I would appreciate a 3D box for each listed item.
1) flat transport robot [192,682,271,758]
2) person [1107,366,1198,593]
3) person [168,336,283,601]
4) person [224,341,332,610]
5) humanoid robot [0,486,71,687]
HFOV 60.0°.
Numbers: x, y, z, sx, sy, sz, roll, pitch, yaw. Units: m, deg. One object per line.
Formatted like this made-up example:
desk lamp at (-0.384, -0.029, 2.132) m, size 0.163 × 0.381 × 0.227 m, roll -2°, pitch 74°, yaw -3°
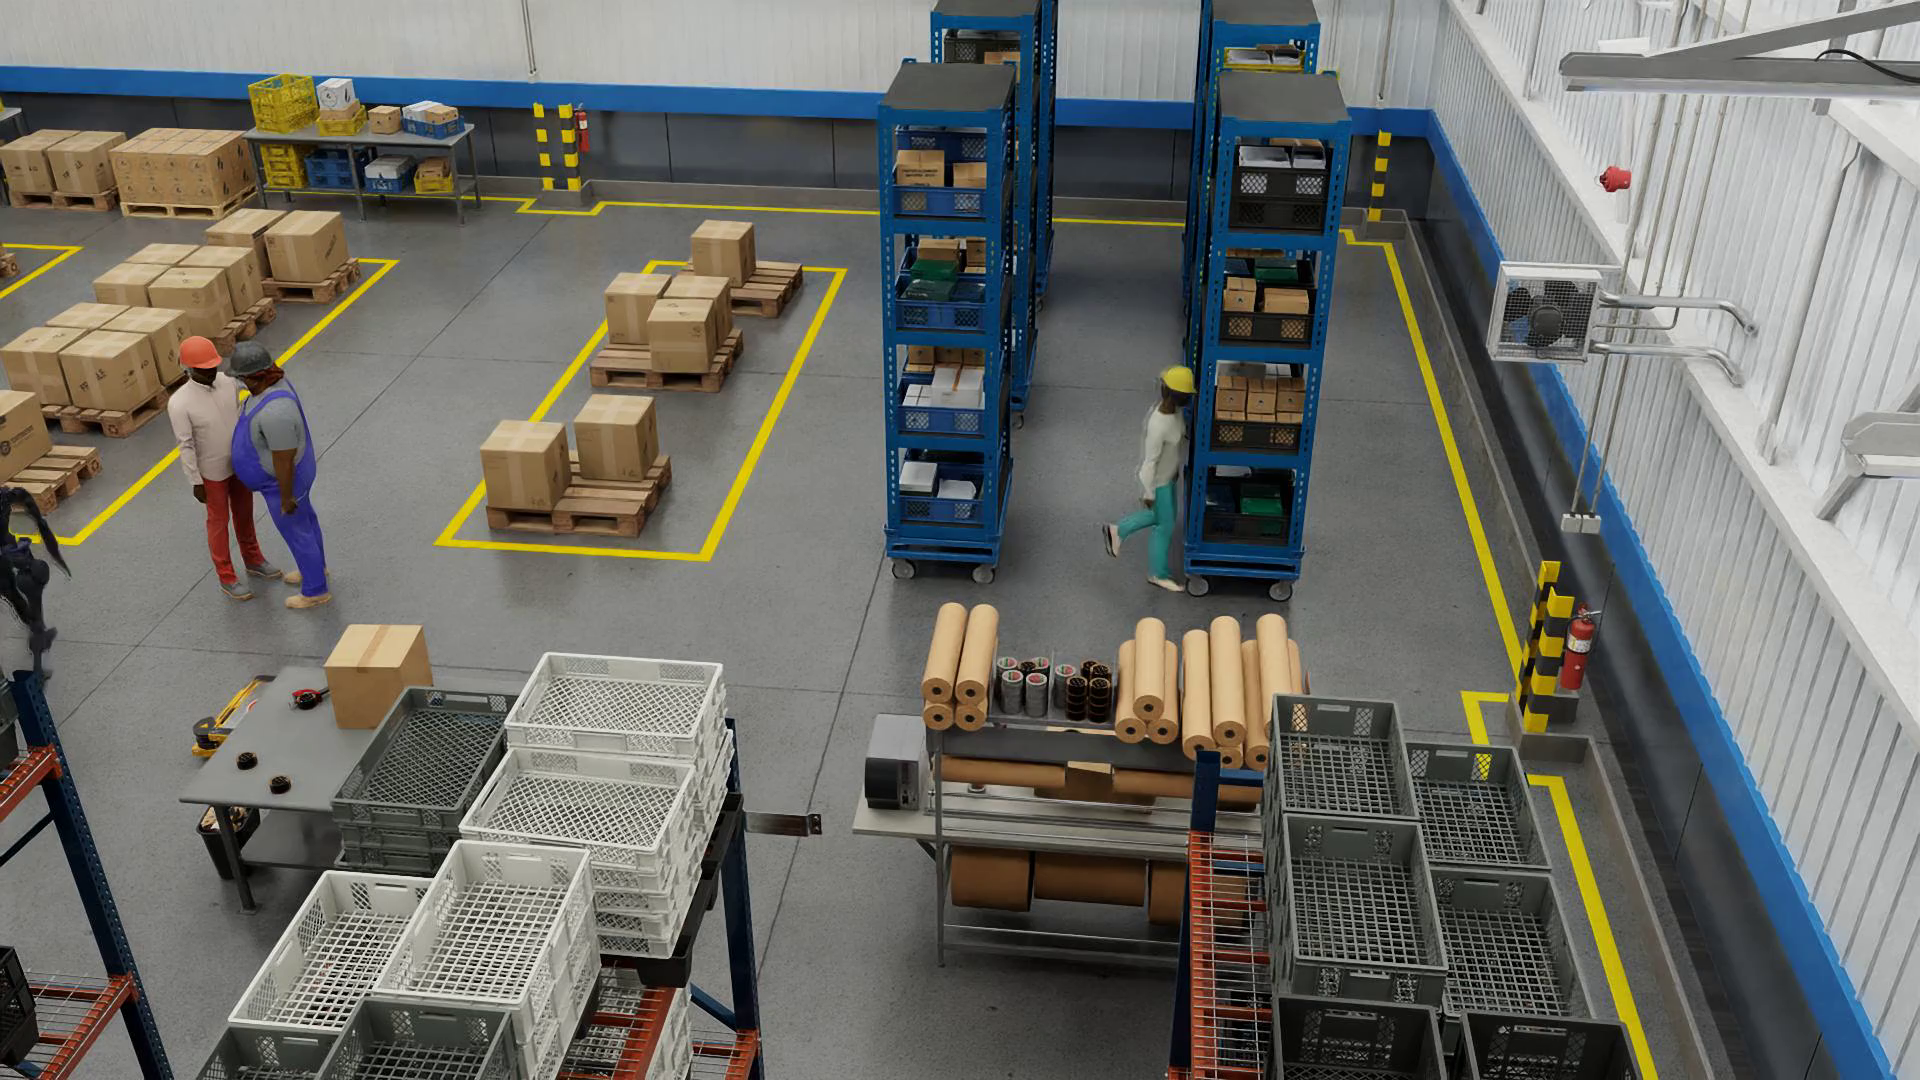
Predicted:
flat transport robot at (-4.089, 1.163, 10.648) m, size 1.431 × 0.197 × 0.652 m, roll 3°, pitch 30°, yaw 6°
person at (1.398, -0.466, 12.012) m, size 0.613 × 1.734 × 0.530 m, roll 11°, pitch 32°, yaw 19°
person at (-5.254, -0.534, 11.876) m, size 0.395 × 1.991 × 0.621 m, roll 11°, pitch 32°, yaw 18°
person at (-4.822, -0.477, 11.733) m, size 0.536 × 2.000 × 0.682 m, roll -10°, pitch 32°, yaw -17°
humanoid robot at (-6.312, 0.159, 11.050) m, size 0.608 × 1.630 × 0.762 m, roll -5°, pitch 31°, yaw -8°
